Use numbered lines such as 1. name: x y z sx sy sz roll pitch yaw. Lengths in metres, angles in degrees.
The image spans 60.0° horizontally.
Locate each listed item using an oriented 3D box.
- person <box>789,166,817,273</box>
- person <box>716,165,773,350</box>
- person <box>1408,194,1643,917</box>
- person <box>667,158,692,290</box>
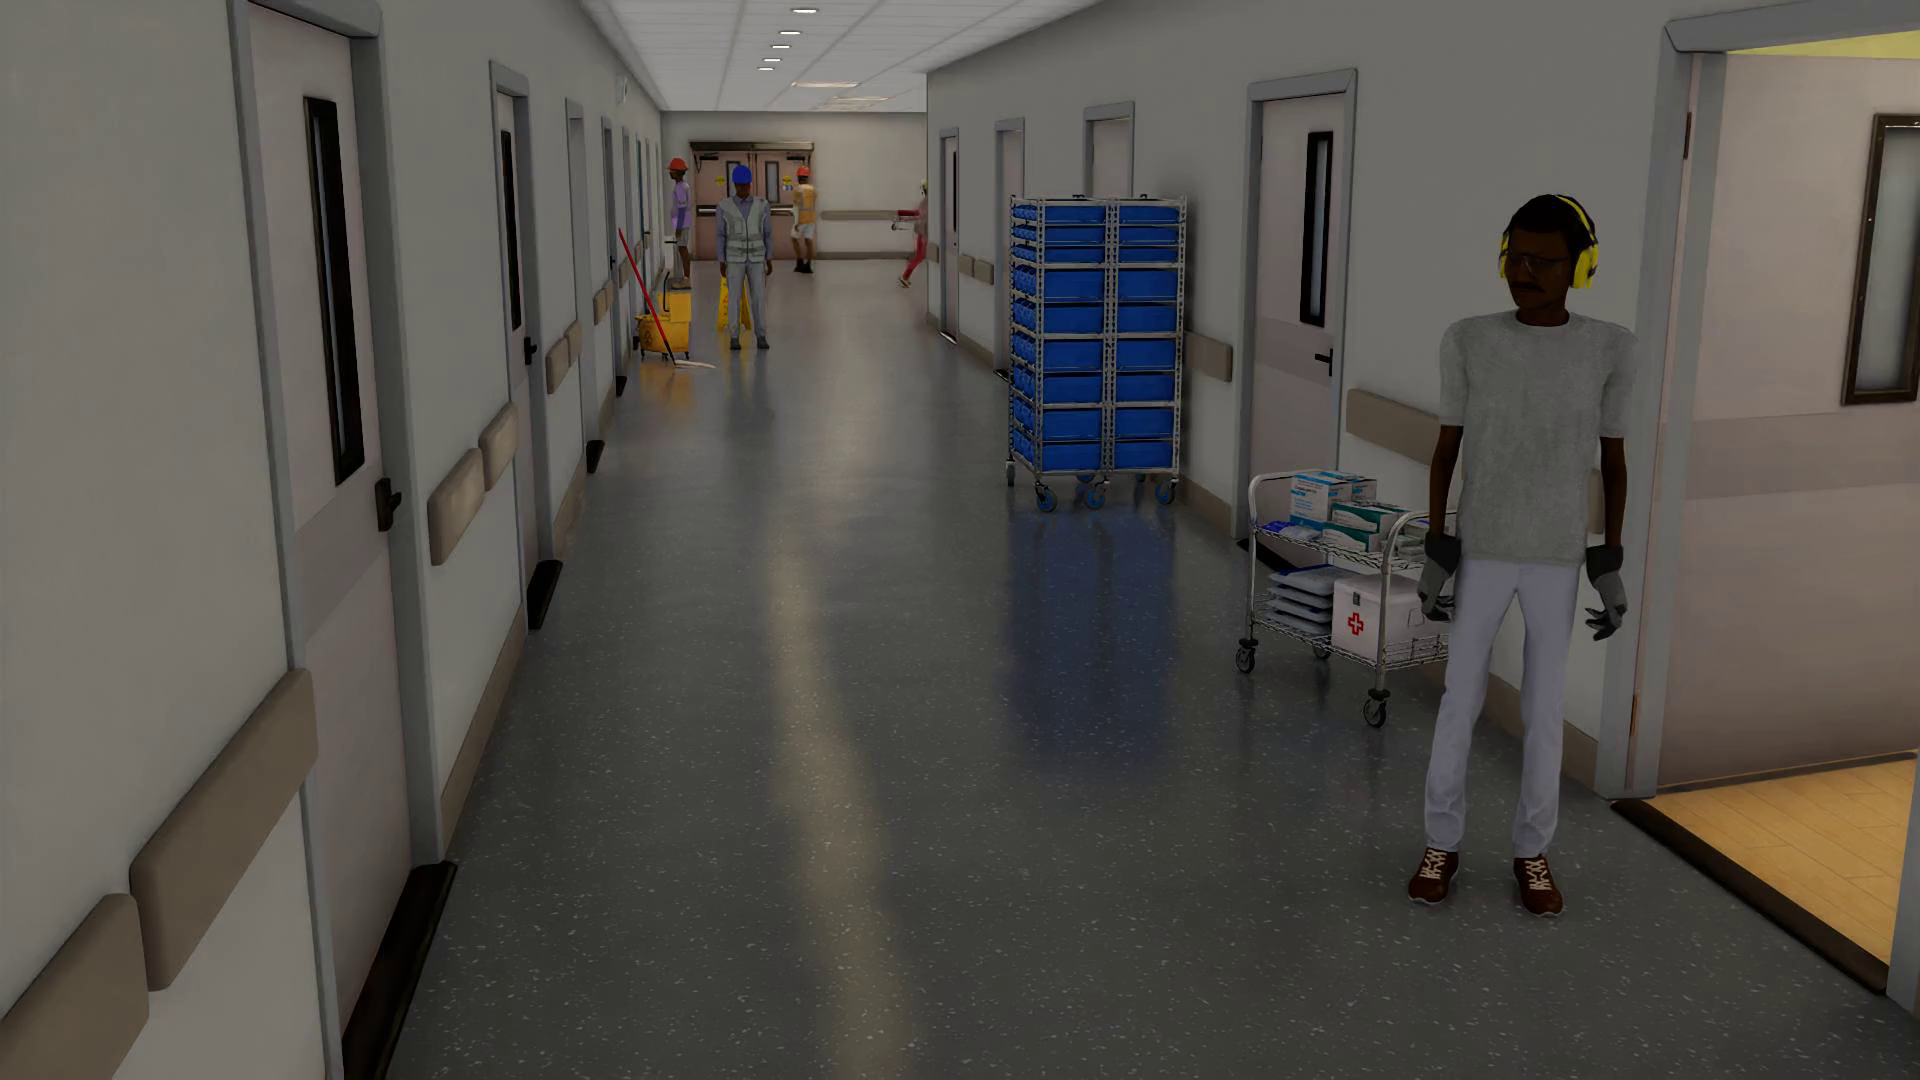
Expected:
1. person: -2.864 -5.820 30.268 0.549 1.921 0.474 -10 16 -37
2. person: -2.283 -2.992 17.676 0.606 1.941 0.403 -4 13 -16
3. person: 1.455 0.058 4.292 0.521 1.864 0.335 4 13 17
4. person: -4.421 -4.981 26.257 0.364 2.048 0.608 -2 13 -7
